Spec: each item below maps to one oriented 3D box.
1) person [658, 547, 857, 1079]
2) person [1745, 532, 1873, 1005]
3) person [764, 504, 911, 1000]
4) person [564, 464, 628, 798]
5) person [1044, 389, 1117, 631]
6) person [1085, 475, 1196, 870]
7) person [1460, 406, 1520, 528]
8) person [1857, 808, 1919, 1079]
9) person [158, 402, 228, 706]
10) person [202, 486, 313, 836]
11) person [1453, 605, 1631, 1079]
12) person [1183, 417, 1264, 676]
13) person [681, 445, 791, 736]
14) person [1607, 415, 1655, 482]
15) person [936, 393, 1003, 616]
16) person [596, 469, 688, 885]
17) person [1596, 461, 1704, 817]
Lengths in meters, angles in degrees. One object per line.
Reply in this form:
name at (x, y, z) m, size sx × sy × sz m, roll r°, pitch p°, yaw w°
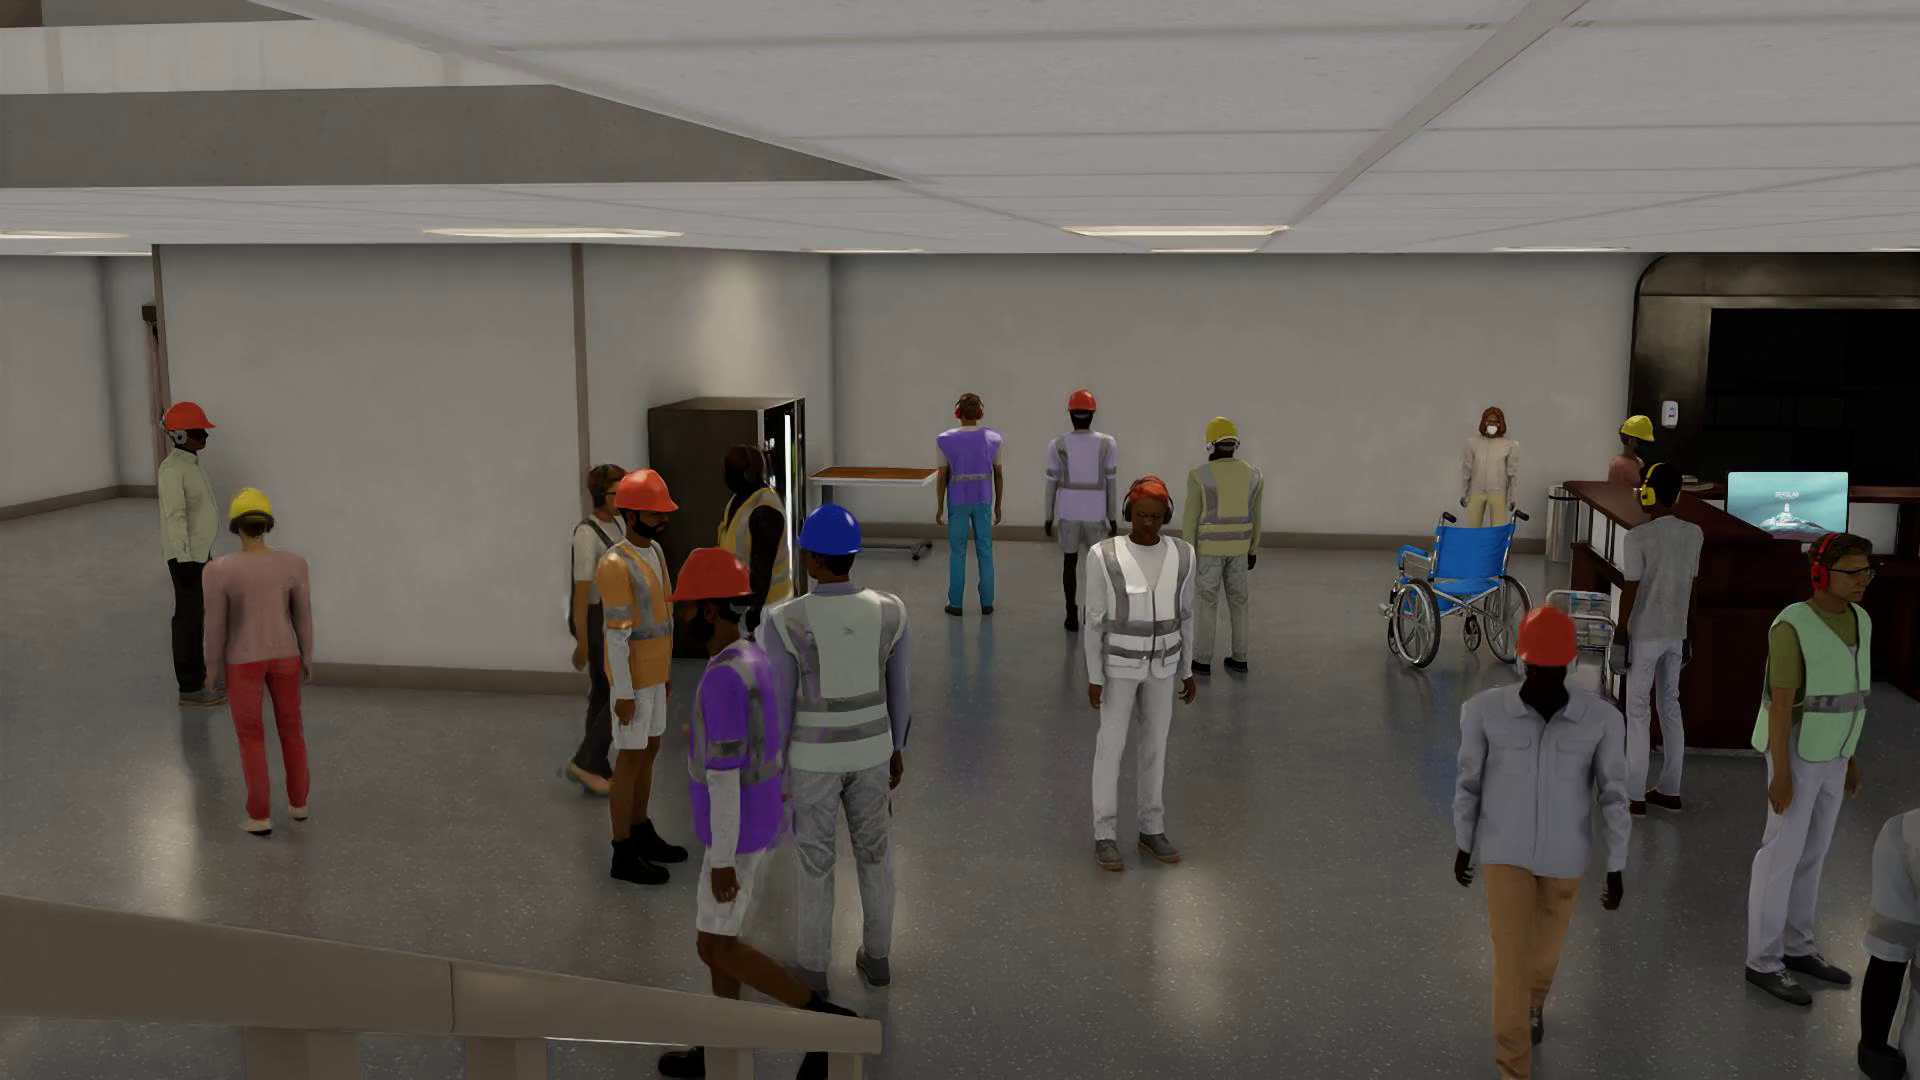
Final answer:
person at (-0.729, 0.974, 5.726) m, size 0.616 × 1.914 × 0.566 m, roll 0°, pitch 9°, yaw 1°
person at (3.355, 0.871, 6.573) m, size 0.564 × 1.846 × 0.391 m, roll -6°, pitch 11°, yaw -34°
person at (-0.480, 0.827, 6.516) m, size 0.608 × 1.951 × 0.378 m, roll -5°, pitch 10°, yaw -26°
person at (-1.880, 0.495, 8.948) m, size 0.423 × 1.826 × 0.499 m, roll 0°, pitch 9°, yaw -1°
person at (0.946, -0.225, 13.082) m, size 0.574 × 1.917 × 0.417 m, roll 0°, pitch 9°, yaw 1°
person at (0.865, 0.626, 7.960) m, size 0.575 × 1.886 × 0.362 m, roll -3°, pitch 10°, yaw -18°
person at (4.804, -0.400, 15.104) m, size 0.504 × 1.627 × 0.285 m, roll 5°, pitch 10°, yaw 28°
person at (2.416, 1.259, 3.864) m, size 0.614 × 1.952 × 0.388 m, roll 6°, pitch 11°, yaw 32°
person at (-5.044, 0.087, 10.943) m, size 0.378 × 1.995 × 0.609 m, roll -2°, pitch 9°, yaw -13°
person at (-3.555, 0.612, 8.462) m, size 0.533 × 1.771 × 0.370 m, roll -8°, pitch 12°, yaw -41°
person at (2.036, 1.055, 5.853) m, size 0.576 × 1.712 × 0.882 m, roll 2°, pitch 9°, yaw 12°
person at (1.835, 0.048, 11.729) m, size 0.595 × 1.824 × 0.403 m, roll -3°, pitch 10°, yaw -18°
person at (-1.337, 0.339, 9.954) m, size 0.815 × 1.809 × 0.656 m, roll -4°, pitch 10°, yaw -25°
person at (5.071, -0.070, 12.645) m, size 0.328 × 1.761 × 0.523 m, roll 8°, pitch 12°, yaw 40°
person at (0.080, -0.286, 13.712) m, size 0.566 × 1.846 × 0.387 m, roll -2°, pitch 9°, yaw -11°
person at (-1.471, 0.626, 7.797) m, size 0.369 × 1.935 × 0.552 m, roll 2°, pitch 9°, yaw 9°
person at (3.625, 0.520, 8.700) m, size 0.508 × 1.862 × 0.326 m, roll -4°, pitch 10°, yaw -21°
